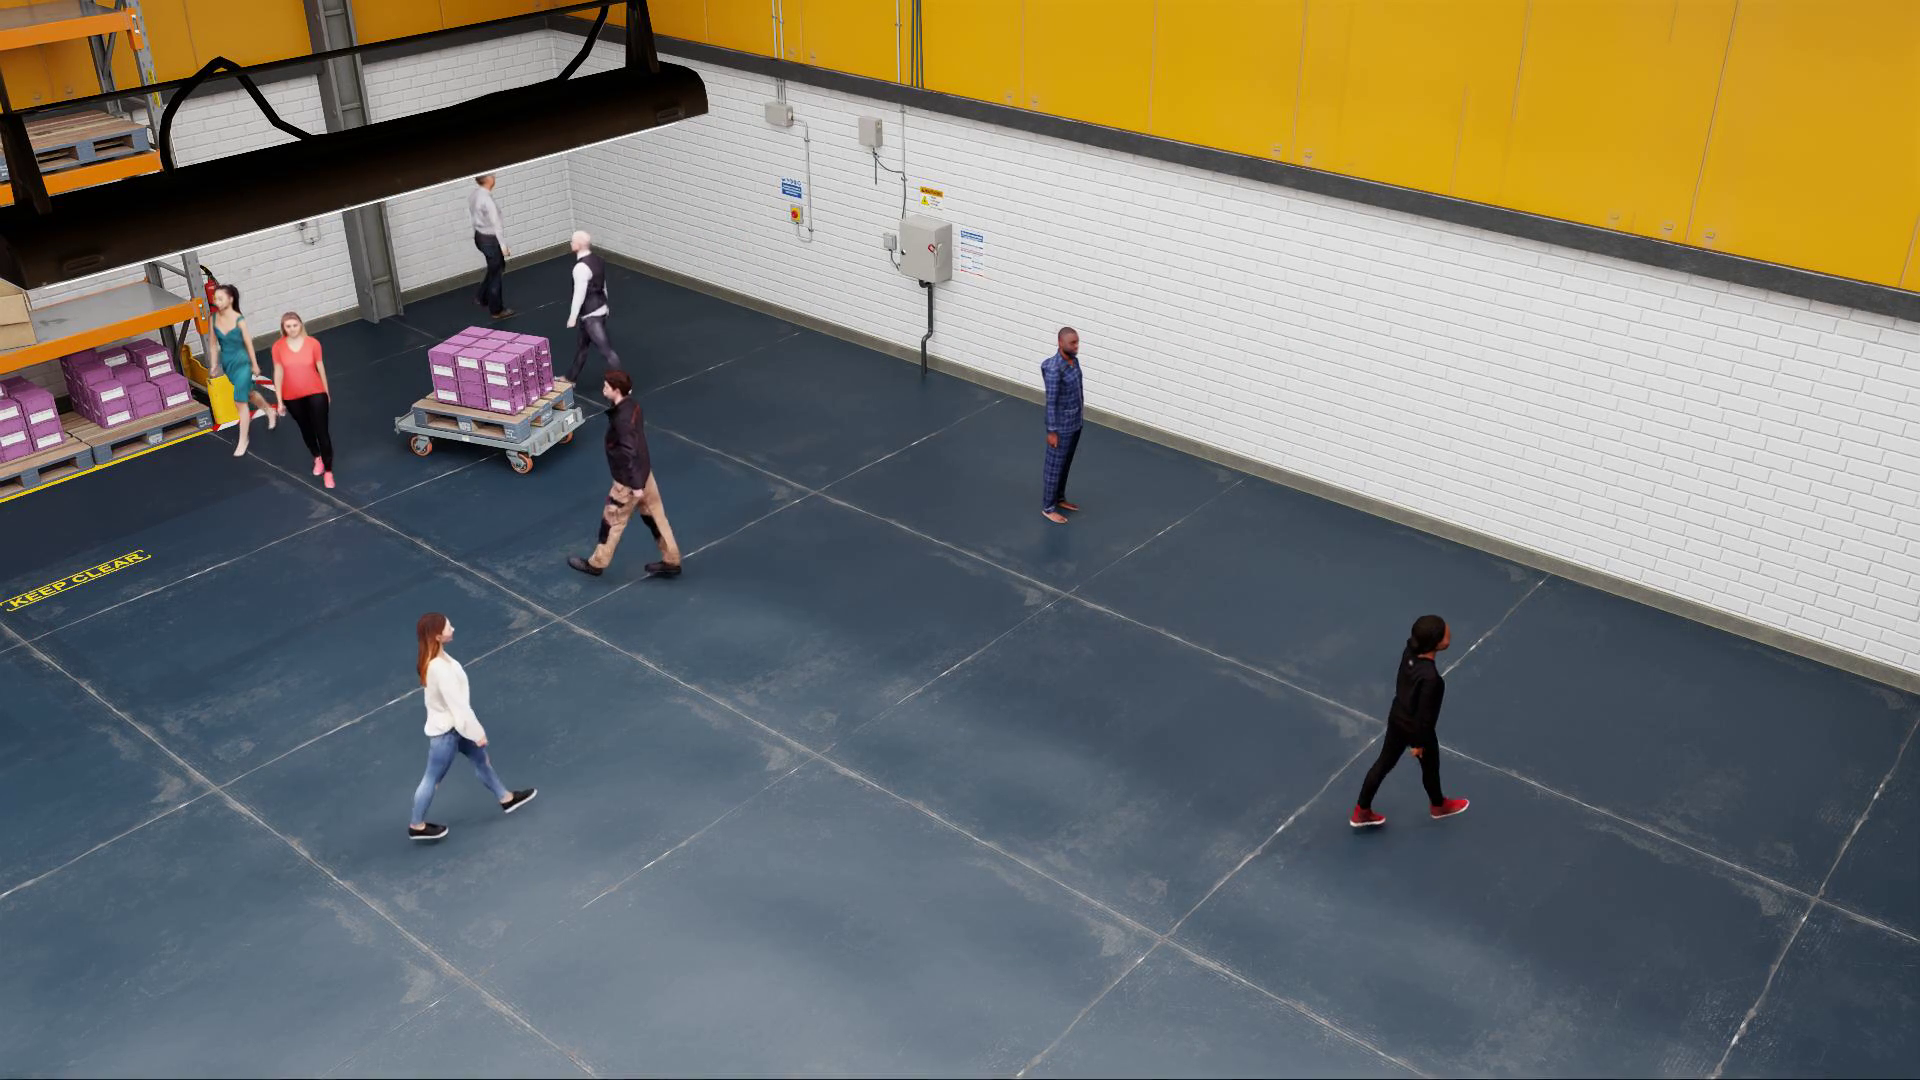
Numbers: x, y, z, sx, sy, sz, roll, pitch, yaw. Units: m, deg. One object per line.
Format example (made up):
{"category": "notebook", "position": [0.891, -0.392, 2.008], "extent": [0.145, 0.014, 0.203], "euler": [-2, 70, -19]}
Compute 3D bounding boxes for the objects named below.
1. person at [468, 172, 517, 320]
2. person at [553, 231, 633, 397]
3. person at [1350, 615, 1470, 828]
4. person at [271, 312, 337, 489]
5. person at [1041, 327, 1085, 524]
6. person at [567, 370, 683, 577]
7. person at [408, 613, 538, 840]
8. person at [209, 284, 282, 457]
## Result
{"category": "person", "position": [-5.529, -3.433, 19.284], "extent": [0.763, 1.809, 0.735], "euler": [-20, 34, -32]}
{"category": "person", "position": [-3.716, -2.293, 17.222], "extent": [1.177, 1.782, 1.208], "euler": [2, 29, 3]}
{"category": "person", "position": [2.891, 1.232, 10.915], "extent": [1.150, 1.633, 1.004], "euler": [-7, 29, -12]}
{"category": "person", "position": [-6.152, -1.365, 15.644], "extent": [0.987, 1.664, 0.996], "euler": [-6, 29, -10]}
{"category": "person", "position": [0.926, -1.062, 14.922], "extent": [0.782, 1.824, 0.606], "euler": [14, 32, 24]}
{"category": "person", "position": [-2.635, -0.501, 13.841], "extent": [1.242, 1.873, 1.225], "euler": [-1, 29, -1]}
{"category": "person", "position": [-3.415, 1.269, 10.836], "extent": [1.189, 1.644, 0.966], "euler": [-11, 31, -20]}
{"category": "person", "position": [-7.022, -1.708, 16.289], "extent": [0.808, 1.649, 1.089], "euler": [8, 30, 15]}
